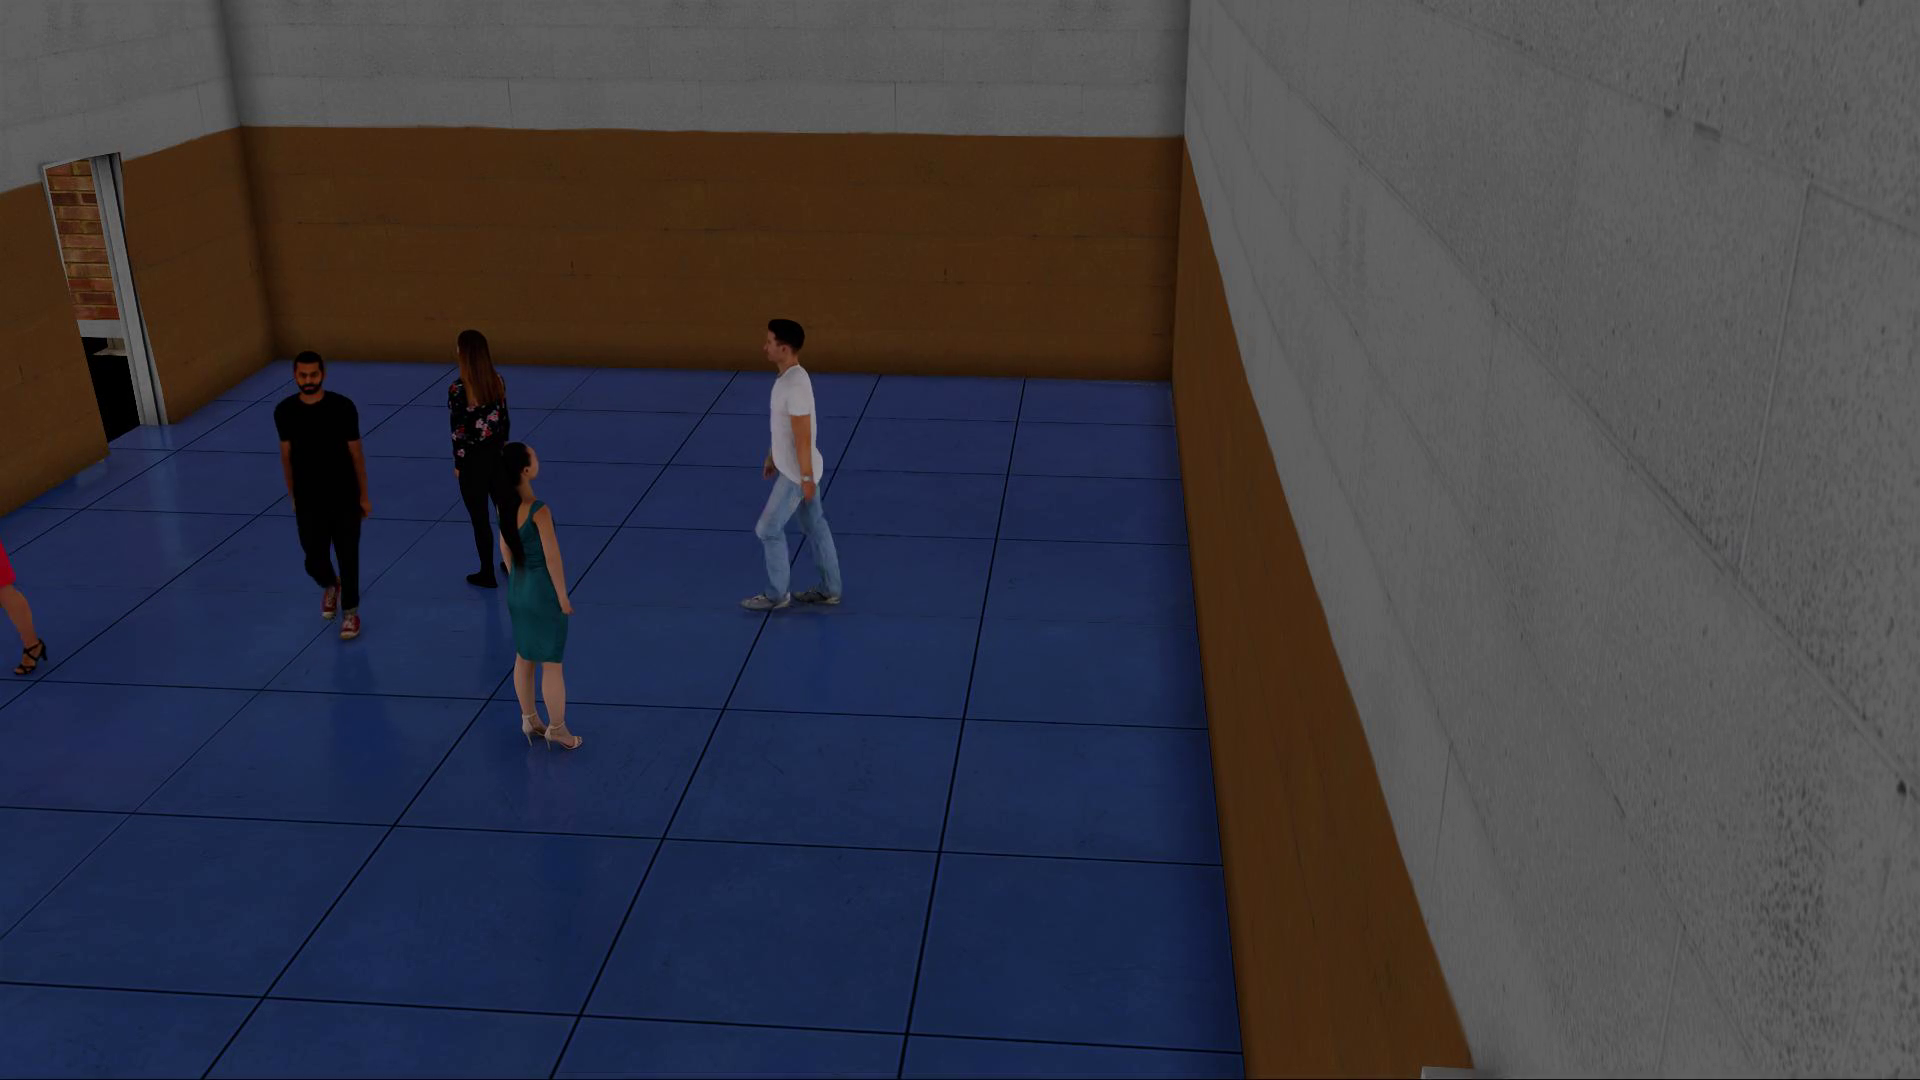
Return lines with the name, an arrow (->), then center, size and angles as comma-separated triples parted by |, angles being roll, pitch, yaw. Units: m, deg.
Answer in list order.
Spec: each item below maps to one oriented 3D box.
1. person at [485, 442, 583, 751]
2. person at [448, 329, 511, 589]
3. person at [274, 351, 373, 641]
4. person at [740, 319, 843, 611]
person -> -2.183, 0.296, 8.545 | 0.582, 1.685, 0.689 | 15, 26, 33
person -> -3.024, -0.522, 10.581 | 0.667, 1.684, 0.646 | 16, 27, 35
person -> -3.752, -0.286, 9.910 | 0.763, 1.746, 0.812 | -5, 22, -13
person -> -0.901, -0.433, 10.154 | 0.844, 1.837, 0.692 | 1, 22, 3
